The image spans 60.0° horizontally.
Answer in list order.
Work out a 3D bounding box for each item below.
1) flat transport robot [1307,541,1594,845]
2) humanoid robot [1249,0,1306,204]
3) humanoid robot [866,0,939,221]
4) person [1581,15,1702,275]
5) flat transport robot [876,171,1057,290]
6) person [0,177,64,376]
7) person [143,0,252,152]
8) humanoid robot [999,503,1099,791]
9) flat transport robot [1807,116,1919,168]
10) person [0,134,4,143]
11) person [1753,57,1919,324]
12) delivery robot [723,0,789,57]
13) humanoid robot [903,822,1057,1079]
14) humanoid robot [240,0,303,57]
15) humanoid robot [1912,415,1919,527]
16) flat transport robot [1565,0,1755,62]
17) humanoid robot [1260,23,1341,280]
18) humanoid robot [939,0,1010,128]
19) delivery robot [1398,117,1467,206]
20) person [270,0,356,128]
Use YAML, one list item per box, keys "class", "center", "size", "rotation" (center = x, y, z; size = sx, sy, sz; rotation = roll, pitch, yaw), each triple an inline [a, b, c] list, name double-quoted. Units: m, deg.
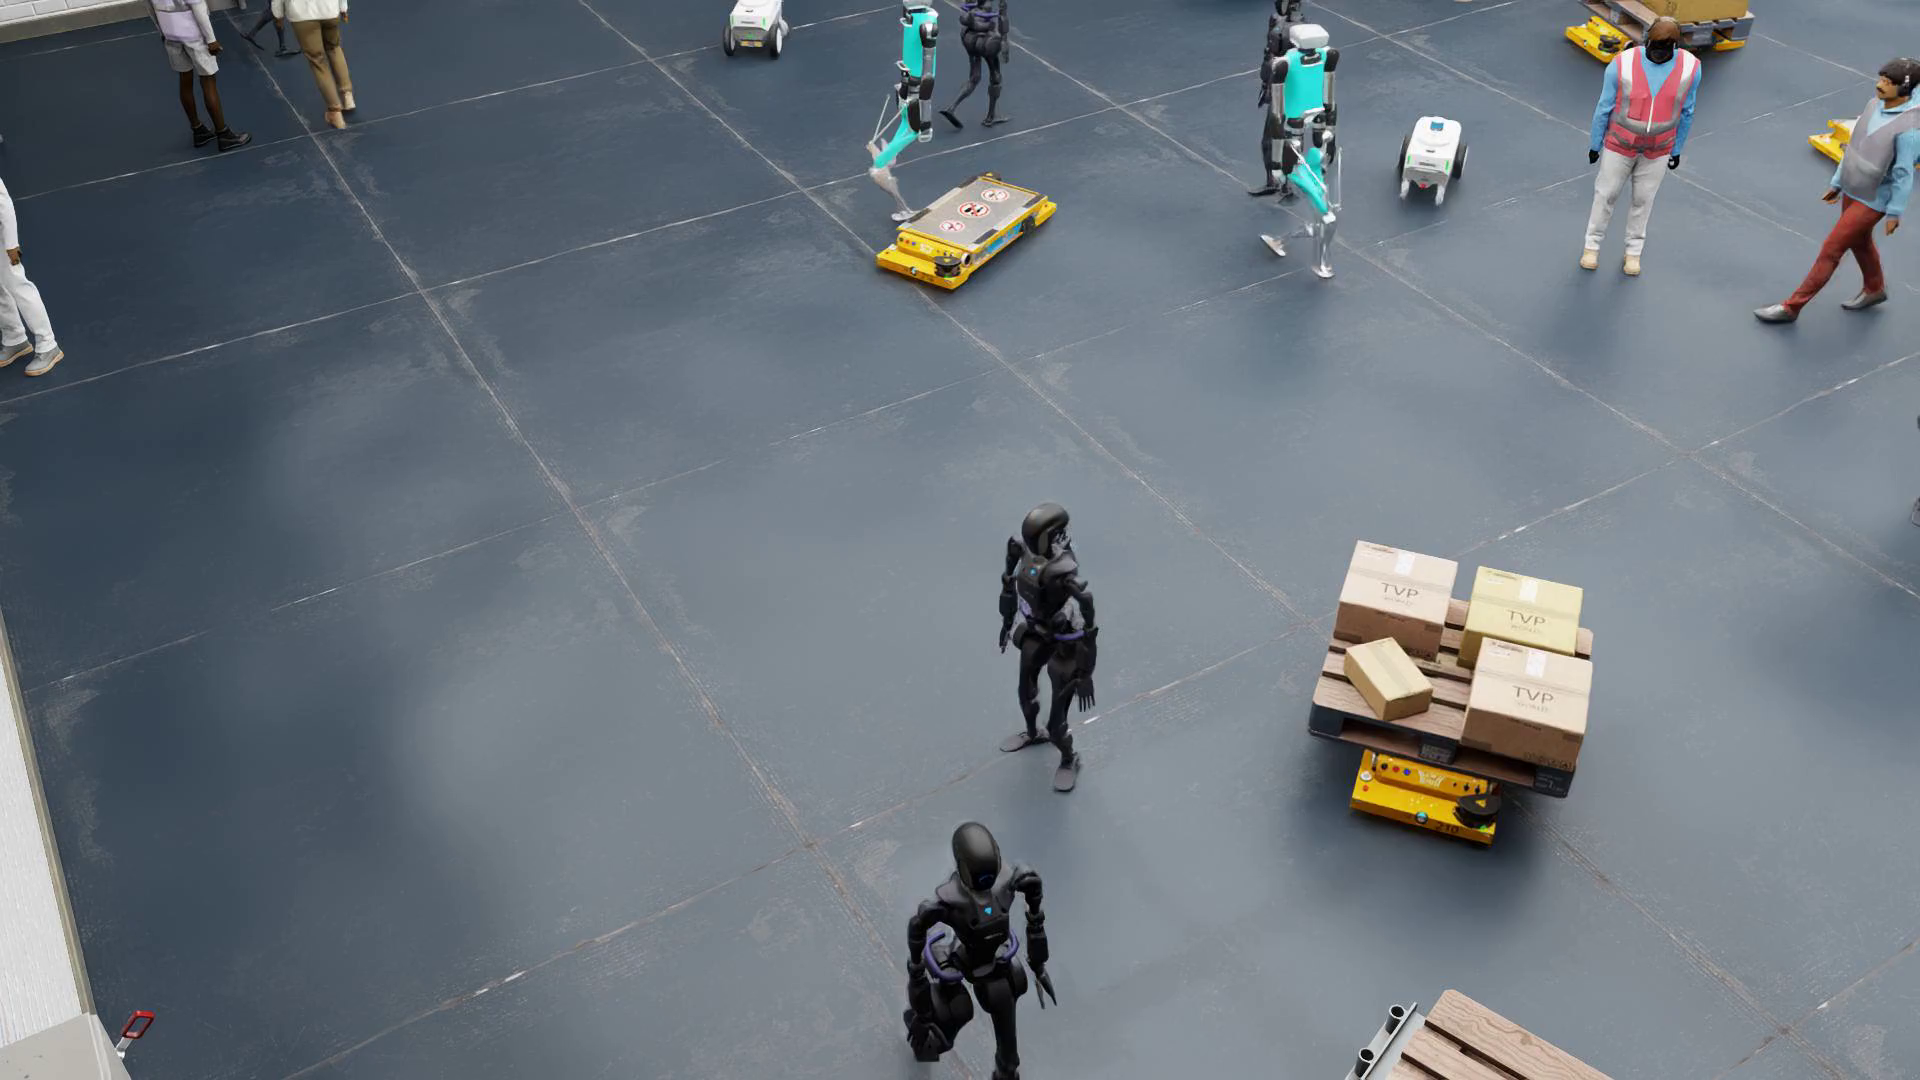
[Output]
- class: "flat transport robot"
  center: [2.388, 0.858, 8.209]
  size: [0.659, 0.231, 1.431]
  rotation: [13, 40, 16]
- class: "humanoid robot"
  center: [2.409, -3.301, 12.328]
  size: [0.314, 1.651, 0.603]
  rotation: [-16, 41, -19]
- class: "humanoid robot"
  center: [-0.486, -3.038, 12.008]
  size: [0.680, 1.871, 0.548]
  rotation: [-11, 40, -13]
- class: "person"
  center: [4.660, -2.720, 11.470]
  size: [0.637, 1.830, 0.429]
  rotation: [8, 39, 10]
- class: "flat transport robot"
  center: [0.065, -2.285, 12.174]
  size: [0.659, 0.231, 1.431]
  rotation: [22, 44, 26]
- class: "person"
  center: [-6.128, -1.910, 10.403]
  size: [0.582, 1.882, 0.350]
  rotation: [14, 40, 16]
- class: "person"
  center: [-6.039, -3.990, 12.984]
  size: [0.550, 1.936, 0.354]
  rotation: [14, 41, 17]
- class: "humanoid robot"
  center: [0.407, 0.466, 7.578]
  size: [0.405, 1.632, 0.610]
  rotation: [-31, 48, -33]
- class: "flat transport robot"
  center: [7.634, -3.198, 13.327]
  size: [1.431, 0.231, 0.659]
  rotation: [-9, 39, -12]
- class: "person"
  center: [-7.992, -3.975, 13.044]
  size: [0.389, 1.835, 0.568]
  rotation: [-26, 45, -29]
- class: "person"
  center: [5.945, -2.273, 10.901]
  size: [0.982, 1.831, 0.553]
  rotation: [-3, 39, -4]
- class: "delivery robot"
  center: [-1.829, -4.696, 14.992]
  size: [0.525, 0.601, 0.772]
  rotation: [4, 39, 5]
- class: "humanoid robot"
  center: [0.036, 1.578, 6.192]
  size: [0.590, 1.633, 0.710]
  rotation: [-18, 42, -21]
- class: "humanoid robot"
  center: [-6.174, -5.033, 14.508]
  size: [0.458, 1.640, 0.589]
  rotation: [-21, 43, -24]
- class: "humanoid robot"
  center: [5.612, -0.718, 9.065]
  size: [0.617, 1.647, 0.407]
  rotation: [15, 41, 18]
- class: "flat transport robot"
  center: [6.321, -4.608, 15.106]
  size: [1.431, 0.231, 0.659]
  rotation: [-9, 39, -11]
- class: "humanoid robot"
  center: [2.471, -2.551, 11.343]
  size: [0.536, 1.749, 0.914]
  rotation: [-18, 42, -21]
- class: "humanoid robot"
  center: [0.128, -4.086, 13.325]
  size: [0.588, 1.622, 0.588]
  rotation: [-22, 44, -26]
- class: "delivery robot"
  center: [3.626, -2.969, 12.782]
  size: [0.499, 0.563, 0.738]
  rotation: [13, 40, 15]
- class: "person"
  center: [-5.236, -4.225, 13.432]
  size: [0.535, 1.742, 0.533]
  rotation: [-29, 47, -31]
